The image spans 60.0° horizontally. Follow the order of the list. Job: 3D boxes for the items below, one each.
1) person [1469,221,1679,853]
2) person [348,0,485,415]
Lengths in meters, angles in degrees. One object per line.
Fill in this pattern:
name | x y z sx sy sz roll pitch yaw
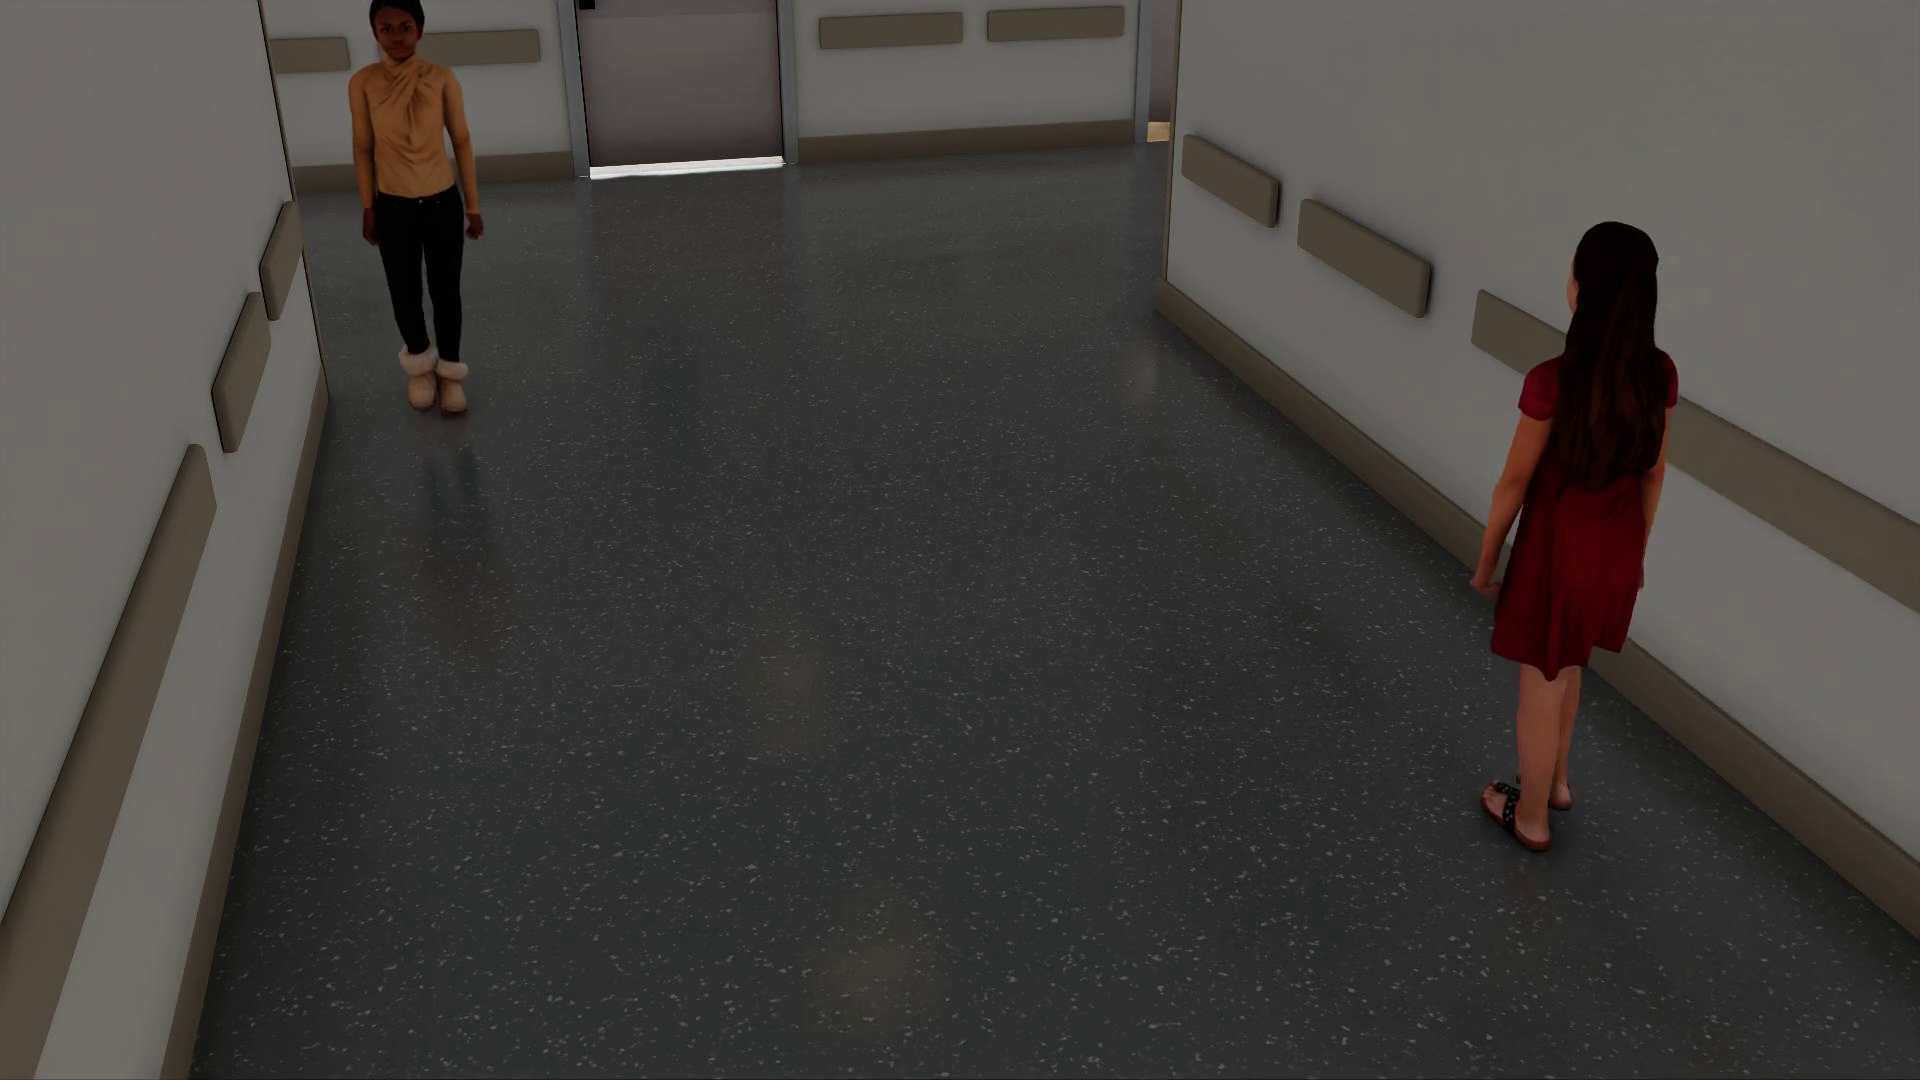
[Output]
person | 1.446 0.056 3.818 0.556 1.547 0.601 -6 26 -12
person | -2.144 -1.329 6.566 0.537 1.654 0.690 -9 27 -18
